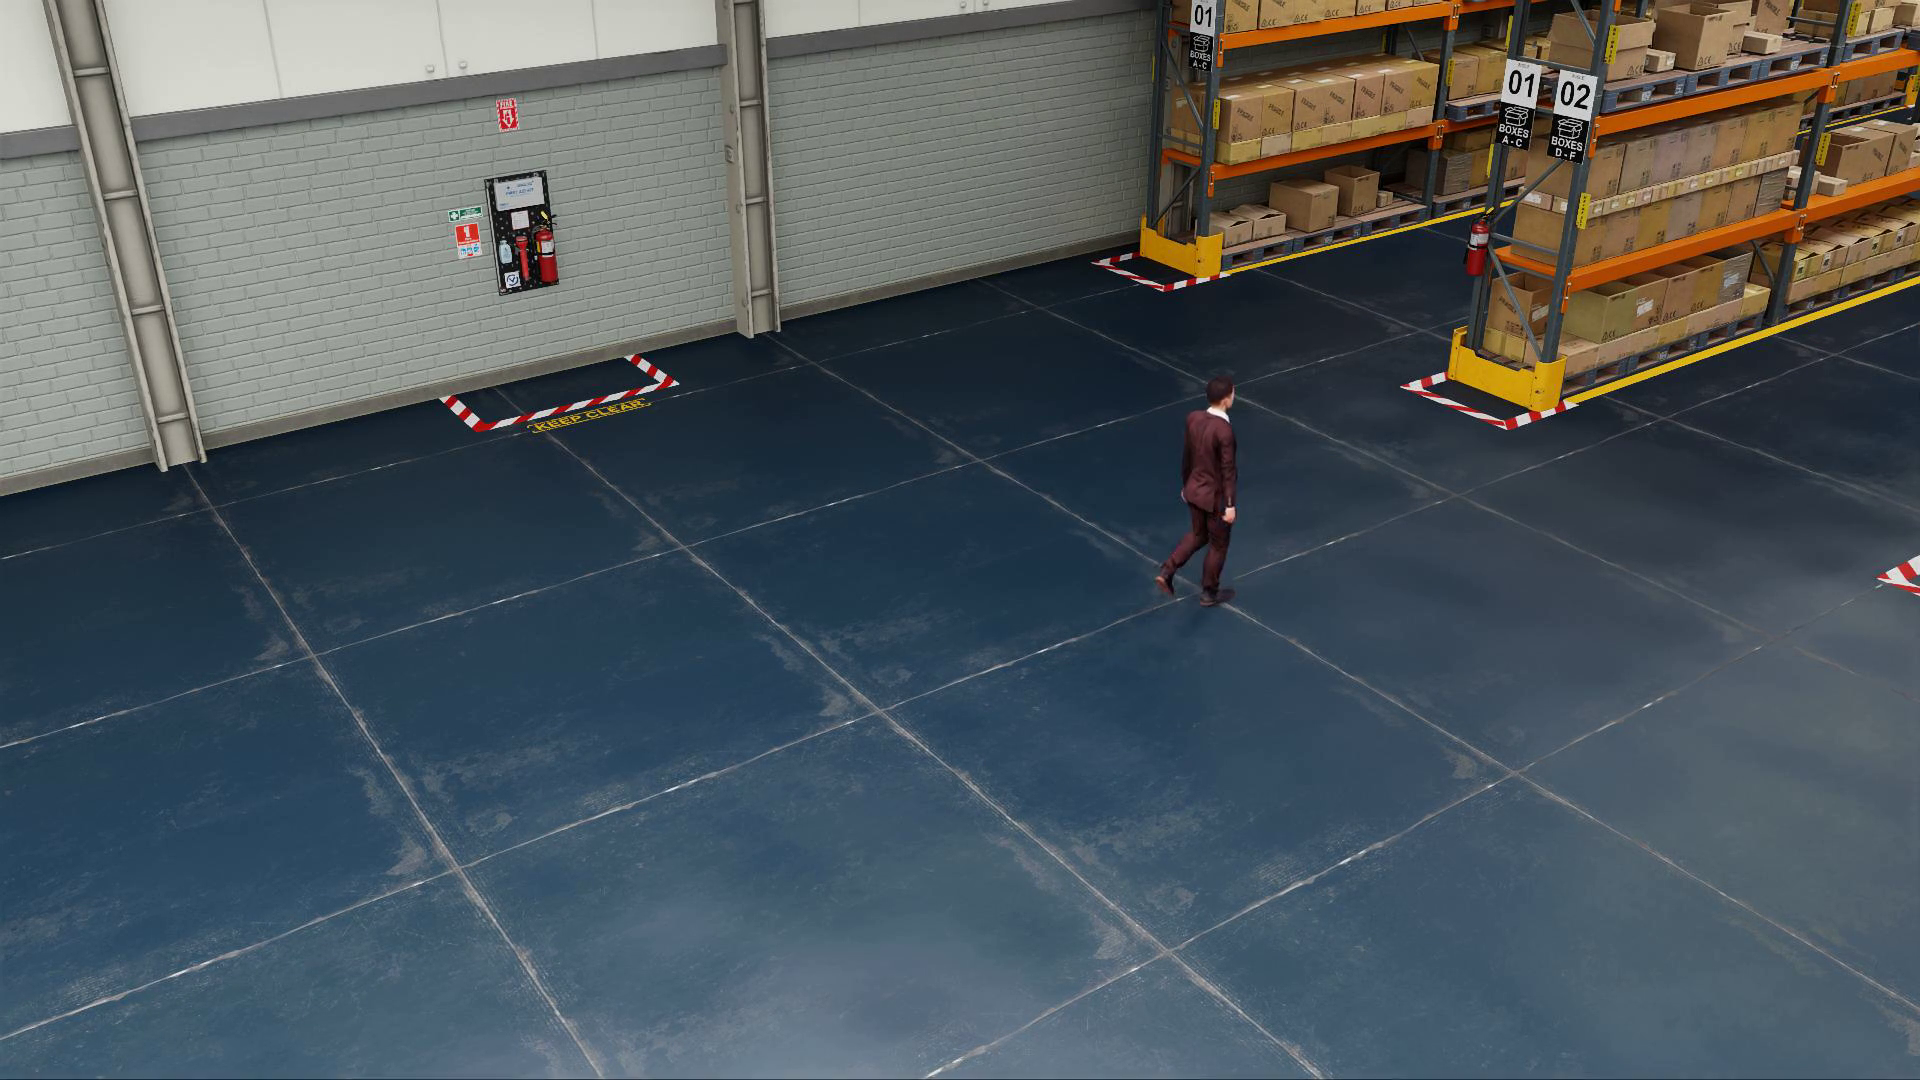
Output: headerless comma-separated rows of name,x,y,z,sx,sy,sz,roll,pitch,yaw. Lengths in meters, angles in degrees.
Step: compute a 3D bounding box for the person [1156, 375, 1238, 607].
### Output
person,1.801,-0.324,12.404,0.914,1.850,0.727,-14,31,-26
